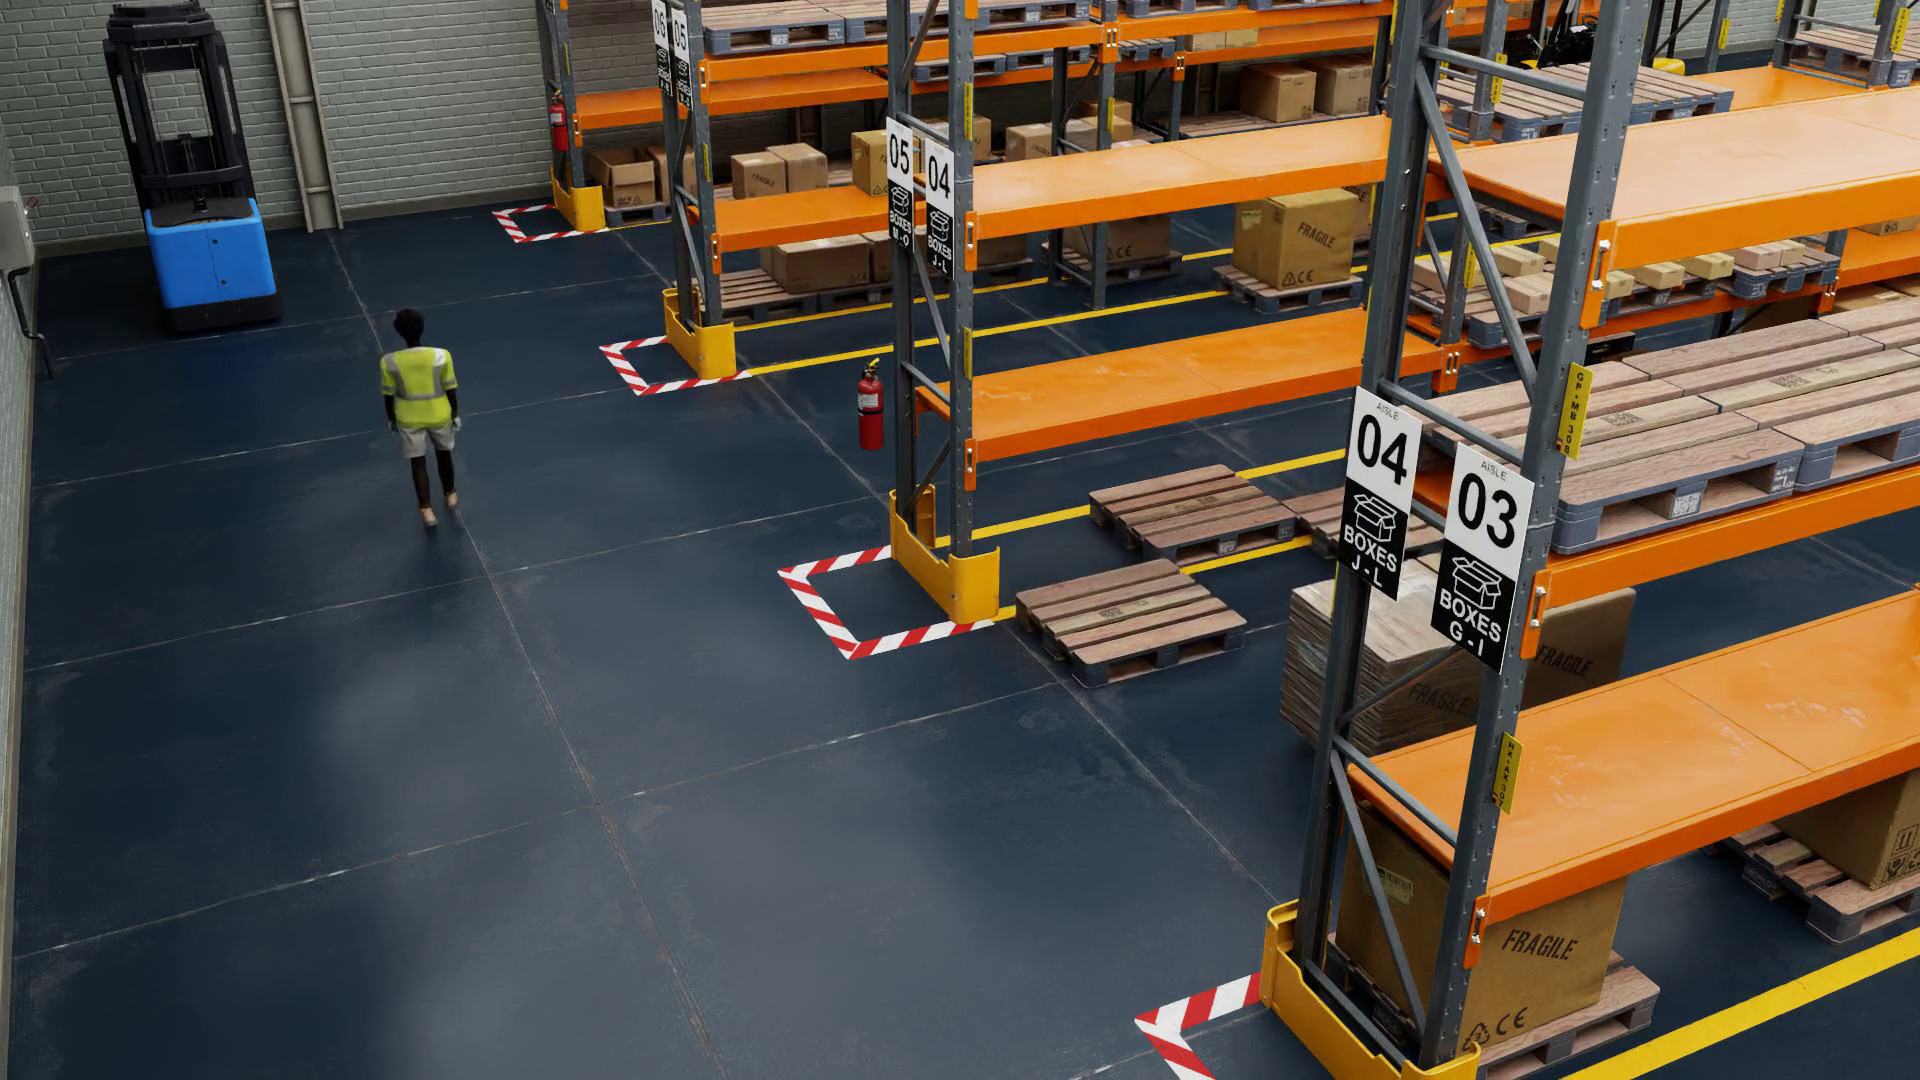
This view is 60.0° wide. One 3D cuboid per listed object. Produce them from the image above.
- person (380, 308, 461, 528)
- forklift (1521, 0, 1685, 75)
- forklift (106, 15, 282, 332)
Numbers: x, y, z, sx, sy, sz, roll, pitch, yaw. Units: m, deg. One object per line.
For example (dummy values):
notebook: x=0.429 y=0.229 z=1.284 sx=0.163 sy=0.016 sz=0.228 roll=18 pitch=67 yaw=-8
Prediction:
person: x=-3.963 y=-0.907 z=12.308 sx=0.539 sy=1.677 sz=0.690 roll=-8 pitch=29 yaw=-15
forklift: x=8.950 y=-6.807 z=23.056 sx=1.214 sy=2.155 sz=2.313 roll=-12 pitch=30 yaw=-22
forklift: x=-7.548 y=-3.672 z=16.323 sx=1.129 sy=2.768 sz=1.873 roll=-12 pitch=30 yaw=-22
